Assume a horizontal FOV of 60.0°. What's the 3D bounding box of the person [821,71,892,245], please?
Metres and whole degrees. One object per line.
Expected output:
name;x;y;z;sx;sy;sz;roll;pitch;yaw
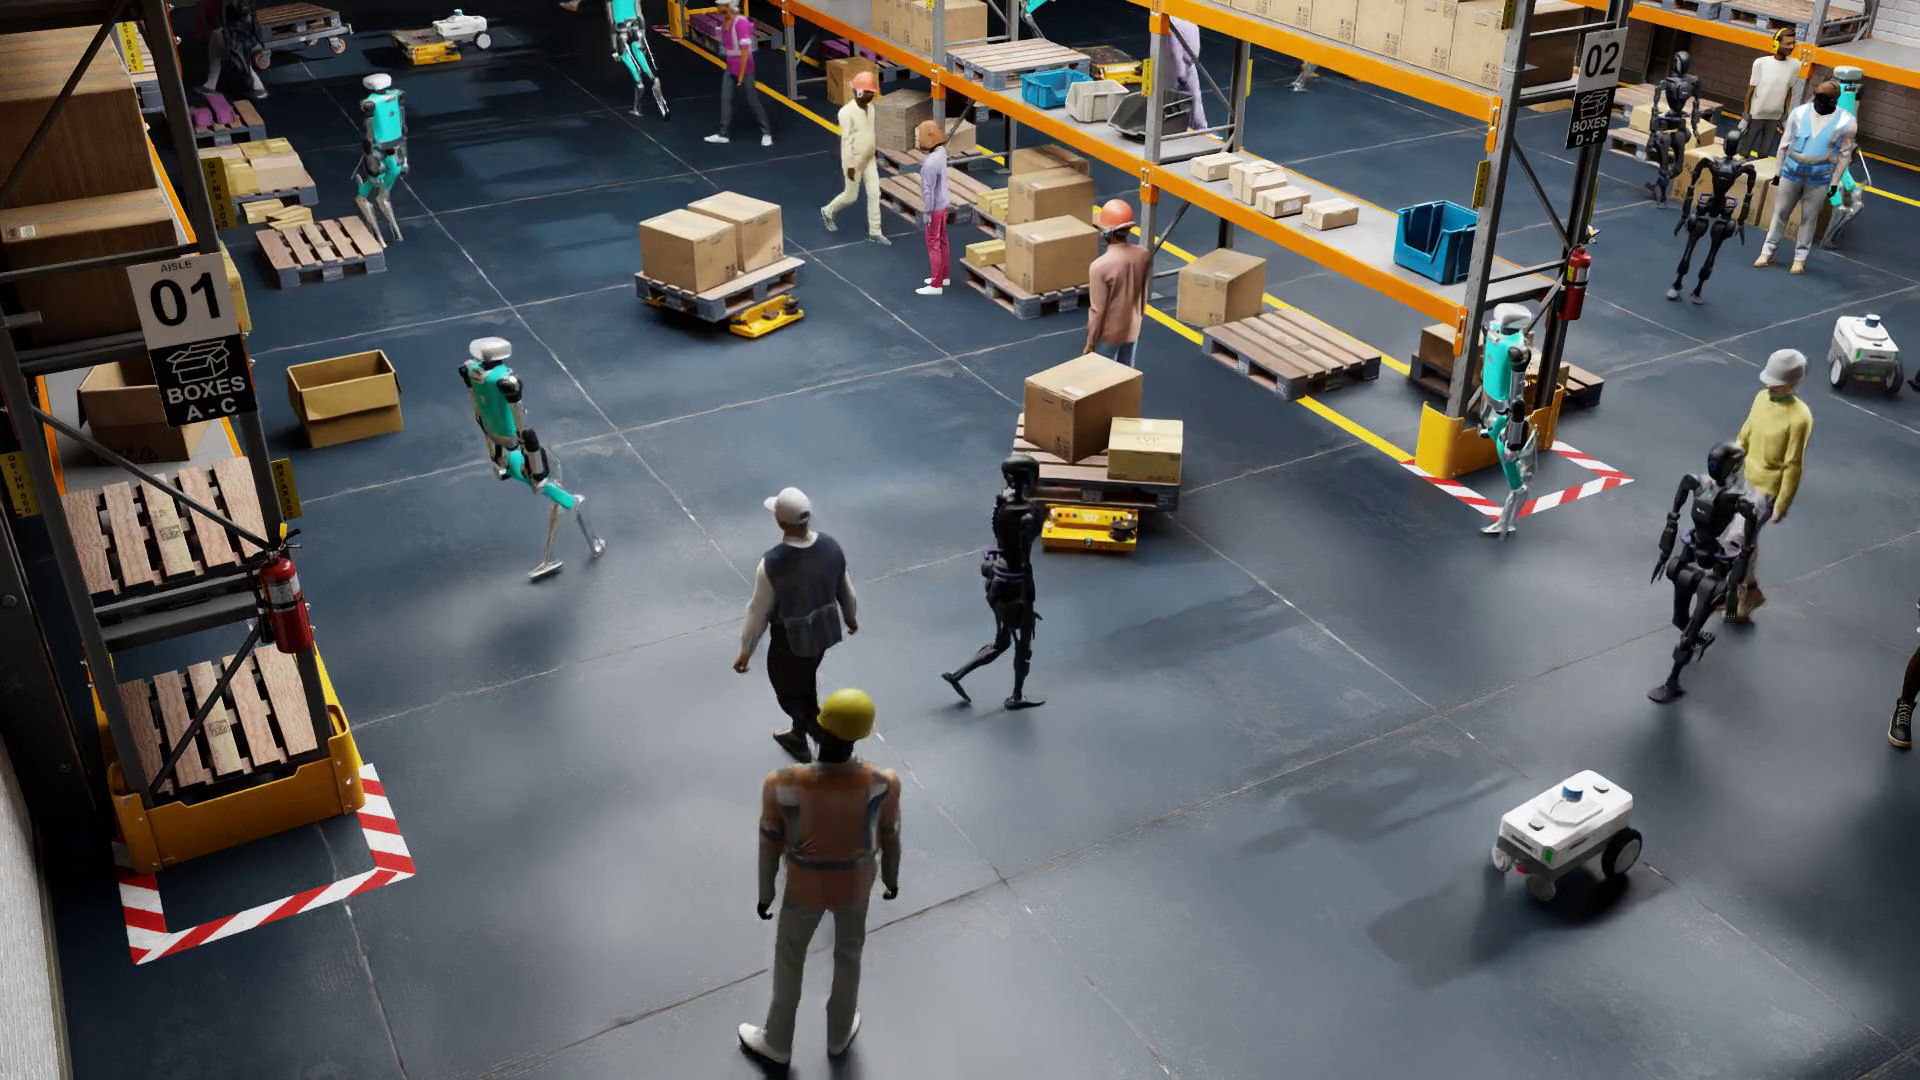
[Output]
person;-1.044;-3.827;16.624;0.756;1.708;0.550;21;36;31

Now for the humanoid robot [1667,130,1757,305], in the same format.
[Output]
humanoid robot;6.838;-2.928;15.100;0.599;1.647;0.382;12;32;20

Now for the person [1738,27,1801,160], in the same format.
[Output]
person;8.495;-4.450;17.545;0.507;1.877;0.328;1;30;1

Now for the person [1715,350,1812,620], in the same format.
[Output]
person;5.002;-0.344;10.405;0.451;1.871;0.519;-3;30;-5

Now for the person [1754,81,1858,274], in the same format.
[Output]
person;8.075;-3.459;15.858;0.622;1.838;0.431;21;36;31

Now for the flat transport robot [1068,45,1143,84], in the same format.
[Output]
flat transport robot;1.997;-6.495;22.715;0.659;0.231;1.431;-9;31;-16

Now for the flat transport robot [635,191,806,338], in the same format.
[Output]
flat transport robot;-2.172;-2.187;15.216;1.431;0.231;0.659;22;36;33

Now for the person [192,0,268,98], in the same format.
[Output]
person;-9.504;-6.600;21.276;1.040;1.886;0.484;1;30;1

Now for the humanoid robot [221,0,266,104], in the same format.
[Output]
humanoid robot;-9.101;-6.364;21.093;0.594;1.626;0.613;14;33;22

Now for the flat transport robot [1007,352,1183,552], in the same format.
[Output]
flat transport robot;0.976;-0.357;12.031;0.659;0.231;1.431;4;30;7

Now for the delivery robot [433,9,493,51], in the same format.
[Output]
delivery robot;-7.133;-7.278;23.786;0.785;0.587;0.499;-18;35;-29

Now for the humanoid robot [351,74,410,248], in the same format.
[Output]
humanoid robot;-5.789;-3.723;16.458;0.790;1.812;0.554;15;33;24

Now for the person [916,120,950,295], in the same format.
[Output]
person;-0.249;-3.076;15.404;0.282;1.628;0.498;7;31;13

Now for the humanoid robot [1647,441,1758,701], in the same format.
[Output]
humanoid robot;4.414;0.156;9.769;0.654;1.656;0.583;-19;35;-29

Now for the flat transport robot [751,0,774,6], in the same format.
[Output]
flat transport robot;-3.239;-8.795;26.720;1.431;0.231;0.659;14;33;22

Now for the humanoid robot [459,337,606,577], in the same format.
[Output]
humanoid robot;-2.738;-0.559;10.973;0.554;1.838;0.893;22;36;33

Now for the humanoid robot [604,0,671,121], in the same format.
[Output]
humanoid robot;-3.911;-6.011;20.471;0.868;1.841;0.553;25;38;36

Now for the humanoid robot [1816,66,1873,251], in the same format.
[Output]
humanoid robot;8.759;-3.687;16.437;0.549;1.848;0.773;-14;33;-23

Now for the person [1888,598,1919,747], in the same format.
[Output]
person;5.639;0.297;9.190;0.601;1.966;0.367;6;30;10

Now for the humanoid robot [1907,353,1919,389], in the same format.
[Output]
humanoid robot;8.125;-1.966;13.412;0.589;1.645;0.327;7;31;11

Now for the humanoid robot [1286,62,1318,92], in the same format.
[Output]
humanoid robot;4.509;-6.710;21.542;0.705;1.722;0.530;5;30;9

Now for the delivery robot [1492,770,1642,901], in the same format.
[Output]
delivery robot;3.114;1.480;8.556;0.776;0.604;0.525;-19;35;-30

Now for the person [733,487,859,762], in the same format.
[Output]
person;-0.822;0.535;9.003;0.711;1.732;0.769;24;38;35

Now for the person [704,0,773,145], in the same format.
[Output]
person;-2.610;-5.511;19.477;0.739;1.841;0.534;-23;37;-35

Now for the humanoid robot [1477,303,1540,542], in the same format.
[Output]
humanoid robot;3.819;-0.714;11.291;0.730;1.889;0.538;-5;30;-8

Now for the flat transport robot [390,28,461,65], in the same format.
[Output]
flat transport robot;-7.609;-7.019;23.627;0.659;0.231;1.431;-16;33;-25

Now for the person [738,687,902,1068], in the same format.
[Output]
person;-0.618;1.475;7.230;0.747;1.877;0.397;-5;30;-9

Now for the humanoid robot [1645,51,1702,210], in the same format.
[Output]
humanoid robot;7.531;-4.349;17.587;0.606;1.637;0.490;-6;30;-10

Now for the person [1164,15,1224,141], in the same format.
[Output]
person;2.627;-5.562;19.496;0.988;1.848;0.666;15;33;24

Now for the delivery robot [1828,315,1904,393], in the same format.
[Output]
delivery robot;7.543;-1.579;13.866;0.499;0.588;0.774;6;30;10

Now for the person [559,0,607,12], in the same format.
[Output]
person;-5.752;-9.004;25.584;1.028;1.757;0.629;-1;30;-1

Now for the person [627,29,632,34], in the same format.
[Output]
person;-4.929;-8.245;24.297;0.559;1.732;0.575;-2;30;-3

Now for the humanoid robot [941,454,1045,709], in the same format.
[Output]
humanoid robot;0.203;0.273;9.536;0.600;1.620;0.601;-8;31;-13

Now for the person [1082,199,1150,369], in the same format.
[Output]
person;1.140;-1.561;12.397;0.620;1.992;0.393;-26;39;-37

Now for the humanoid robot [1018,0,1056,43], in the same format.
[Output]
humanoid robot;1.090;-7.849;23.471;0.735;1.673;0.533;-9;31;-15

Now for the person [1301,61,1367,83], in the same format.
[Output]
person;5.077;-7.041;22.082;0.642;1.855;0.750;-20;35;-30
